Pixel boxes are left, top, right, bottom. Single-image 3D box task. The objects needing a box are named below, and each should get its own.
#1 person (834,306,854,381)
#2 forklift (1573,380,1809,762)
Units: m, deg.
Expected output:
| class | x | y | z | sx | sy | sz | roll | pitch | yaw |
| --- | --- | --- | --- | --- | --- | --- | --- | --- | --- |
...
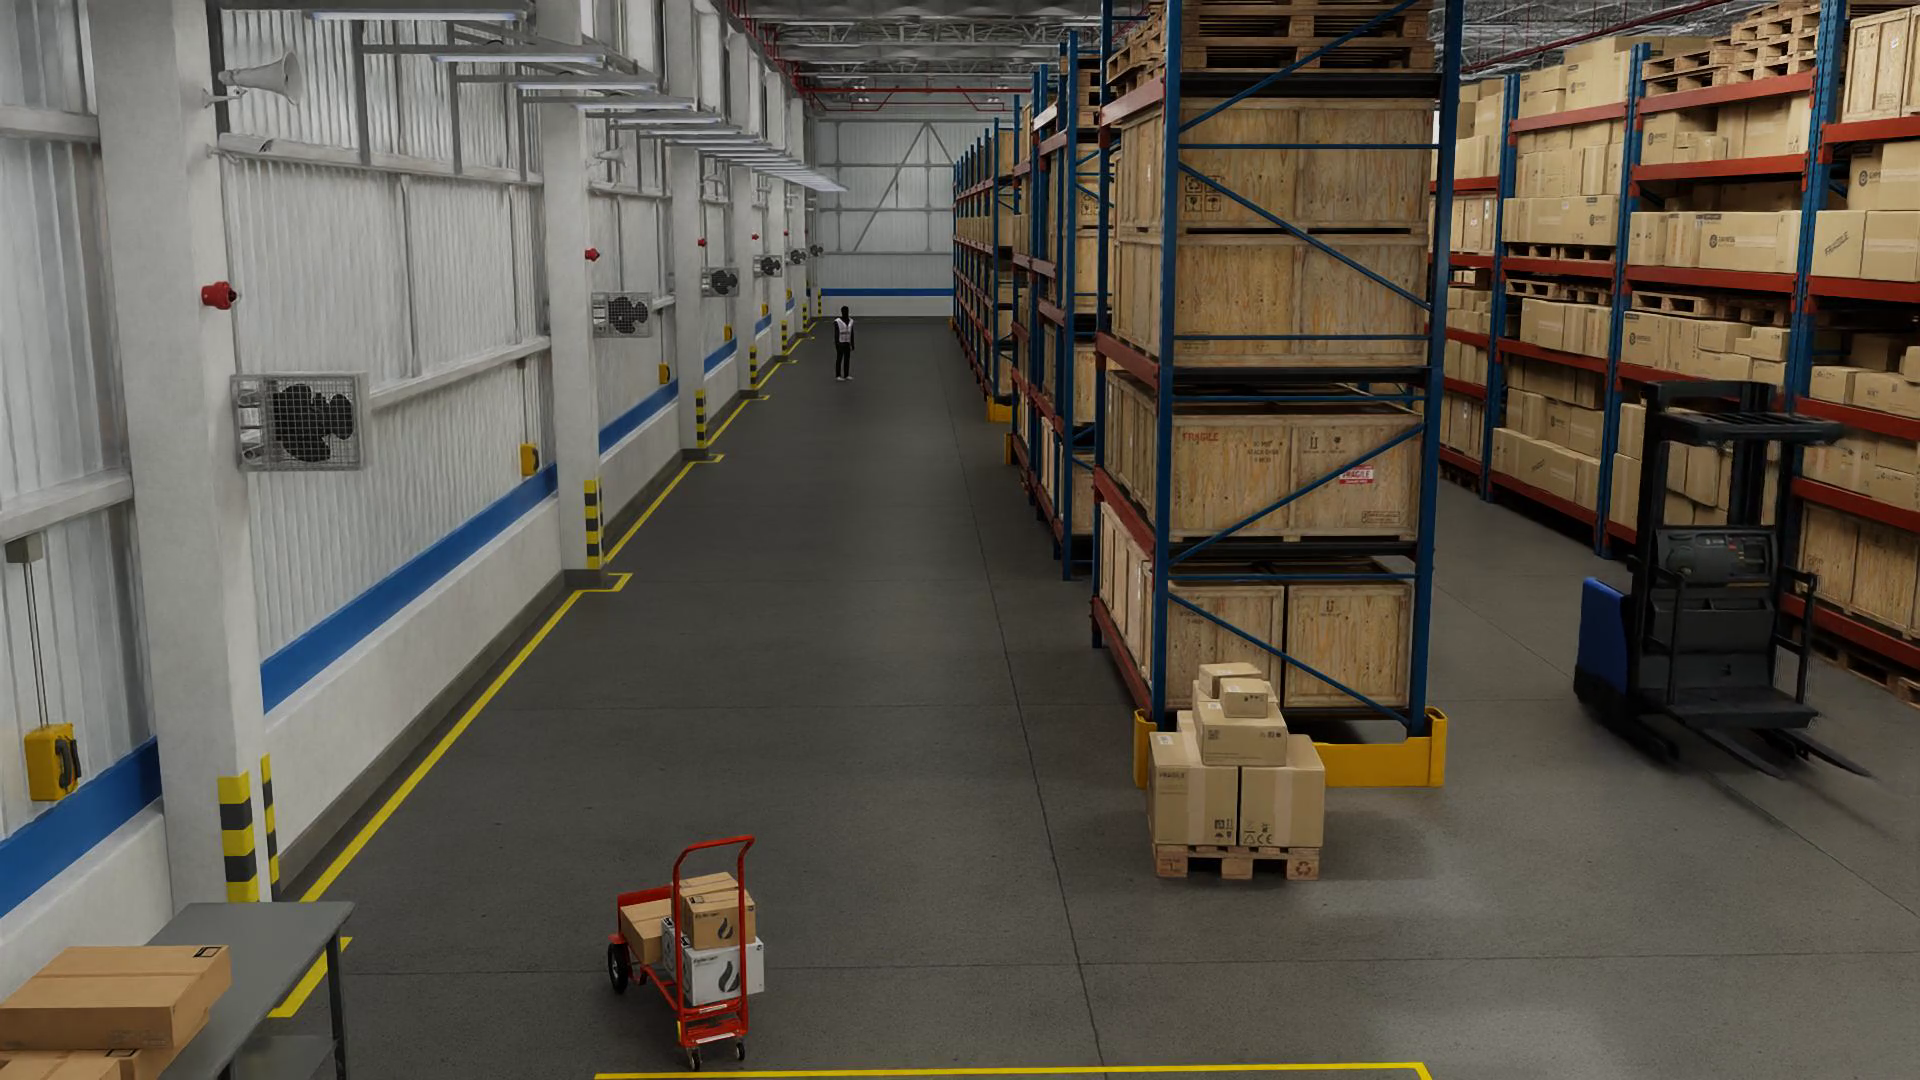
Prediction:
| class | x | y | z | sx | sy | sz | roll | pitch | yaw |
| --- | --- | --- | --- | --- | --- | --- | --- | --- | --- |
| person | -2.972 | -5.032 | 42.572 | 0.588 | 1.910 | 0.399 | -10 | 15 | -42 |
| forklift | 5.793 | 0.135 | 13.146 | 1.129 | 2.768 | 1.873 | 0 | 11 | -2 |
